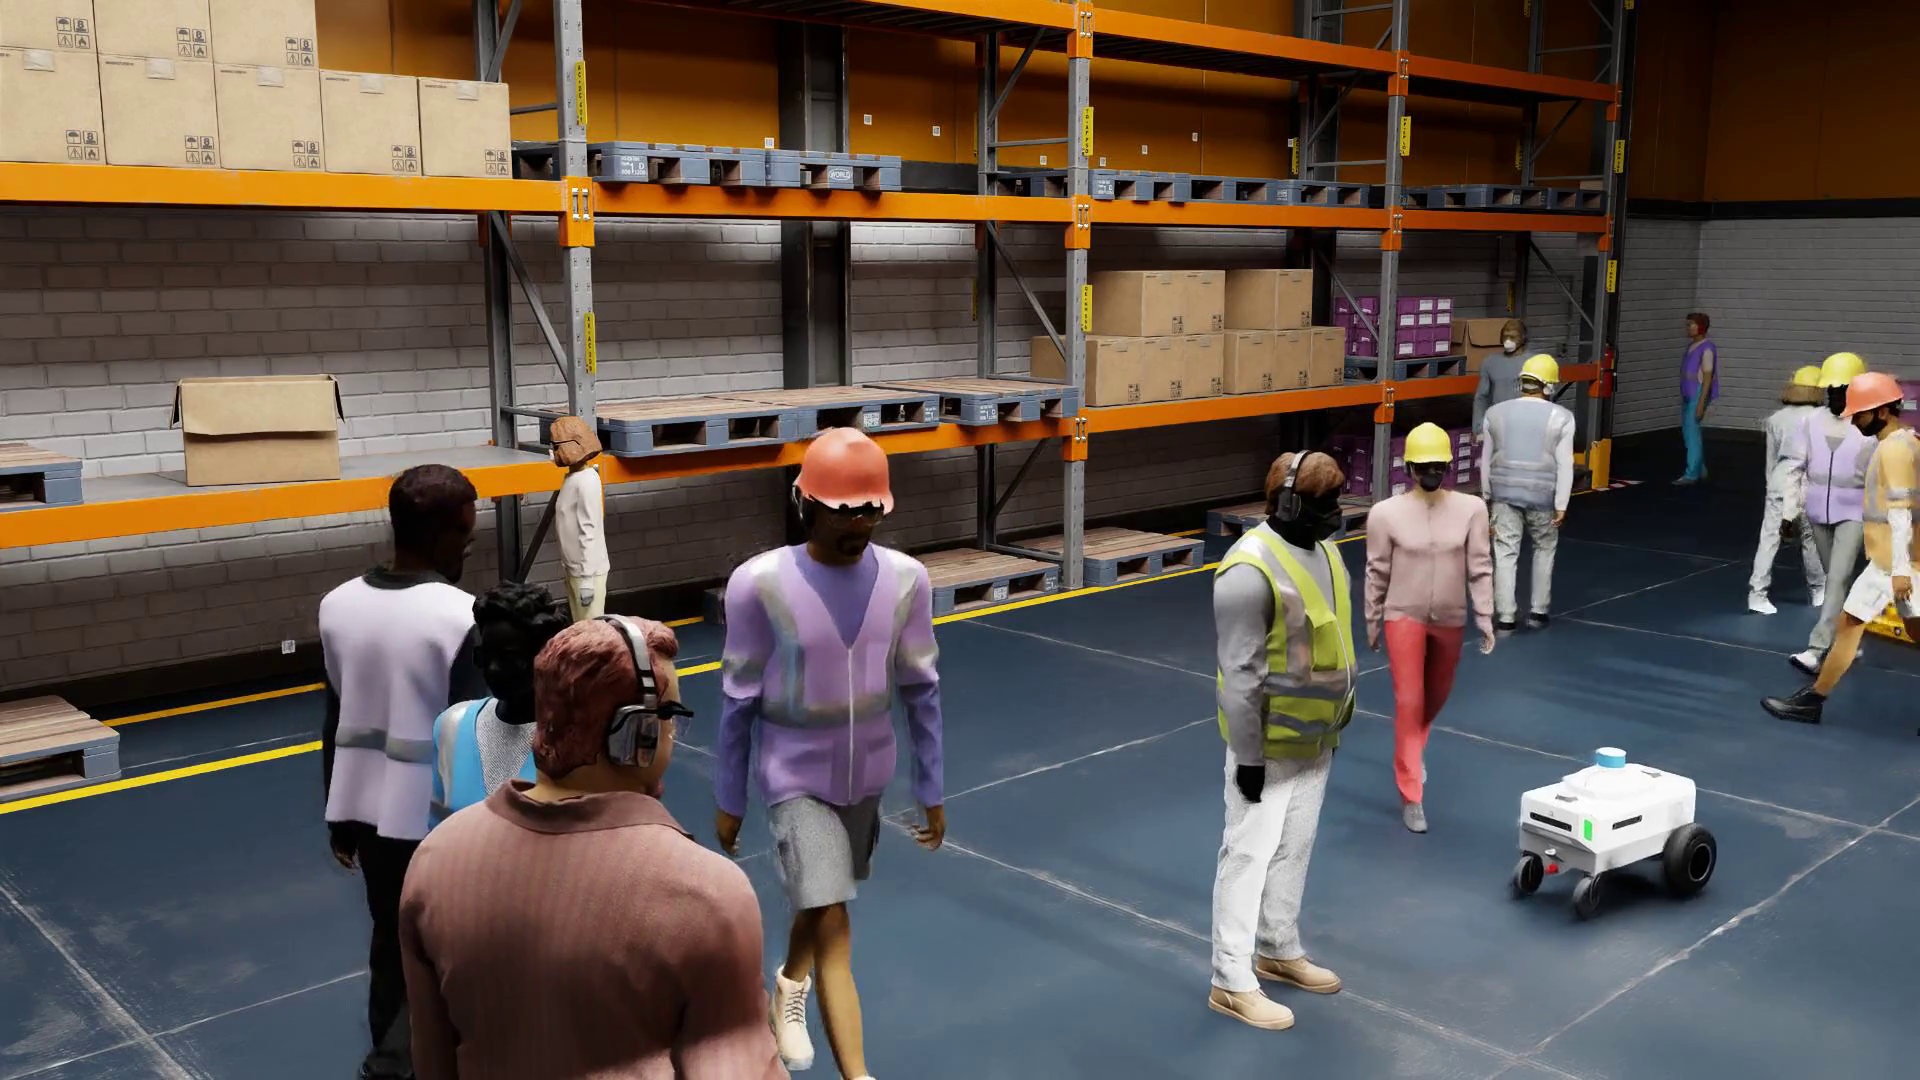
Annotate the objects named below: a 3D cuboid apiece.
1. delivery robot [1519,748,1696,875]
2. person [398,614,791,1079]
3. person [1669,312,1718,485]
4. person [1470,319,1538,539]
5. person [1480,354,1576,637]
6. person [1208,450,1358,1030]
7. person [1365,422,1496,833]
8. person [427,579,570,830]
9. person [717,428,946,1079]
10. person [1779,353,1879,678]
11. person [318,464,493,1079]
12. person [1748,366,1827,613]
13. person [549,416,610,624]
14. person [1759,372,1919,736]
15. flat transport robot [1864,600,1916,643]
[{"bbox_3d":[2.469,1.037,6.340,0.707,0.478,0.477,-6,12,-33],"label":"delivery robot"},{"bbox_3d":[-0.526,1.054,2.588,0.641,1.901,0.401,5,11,26],"label":"person"},{"bbox_3d":[7.832,-1.495,17.710,0.411,1.856,0.568,1,10,5],"label":"person"},{"bbox_3d":[4.829,-0.989,14.583,1.003,1.896,0.646,-9,14,-44],"label":"person"},{"bbox_3d":[3.669,-0.297,10.757,0.608,1.799,0.728,5,11,28],"label":"person"},{"bbox_3d":[1.044,0.624,5.320,0.430,1.835,0.623,8,12,38],"label":"person"},{"bbox_3d":[2.034,0.328,7.329,0.529,1.731,0.859,0,10,-1],"label":"person"},{"bbox_3d":[-1.010,0.929,3.900,0.535,1.699,0.318,3,10,16],"label":"person"},{"bbox_3d":[-0.353,0.663,4.662,0.620,1.972,1.098,-5,11,-29],"label":"person"},{"bbox_3d":[5.061,-0.142,9.650,1.017,1.867,0.588,-6,12,-33],"label":"person"},{"bbox_3d":[-1.470,0.750,4.359,0.659,1.898,0.517,5,11,26],"label":"person"},{"bbox_3d":[5.731,-0.344,11.392,0.942,1.680,0.492,-7,12,-36],"label":"person"},{"bbox_3d":[-1.930,0.183,8.479,0.274,1.626,0.502,-4,11,-24],"label":"person"},{"bbox_3d":[4.723,0.083,8.422,1.034,1.853,0.612,7,12,36],"label":"person"},{"bbox_3d":[6.547,0.494,10.620,1.431,0.197,0.652,-3,10,-18],"label":"flat transport robot"}]
